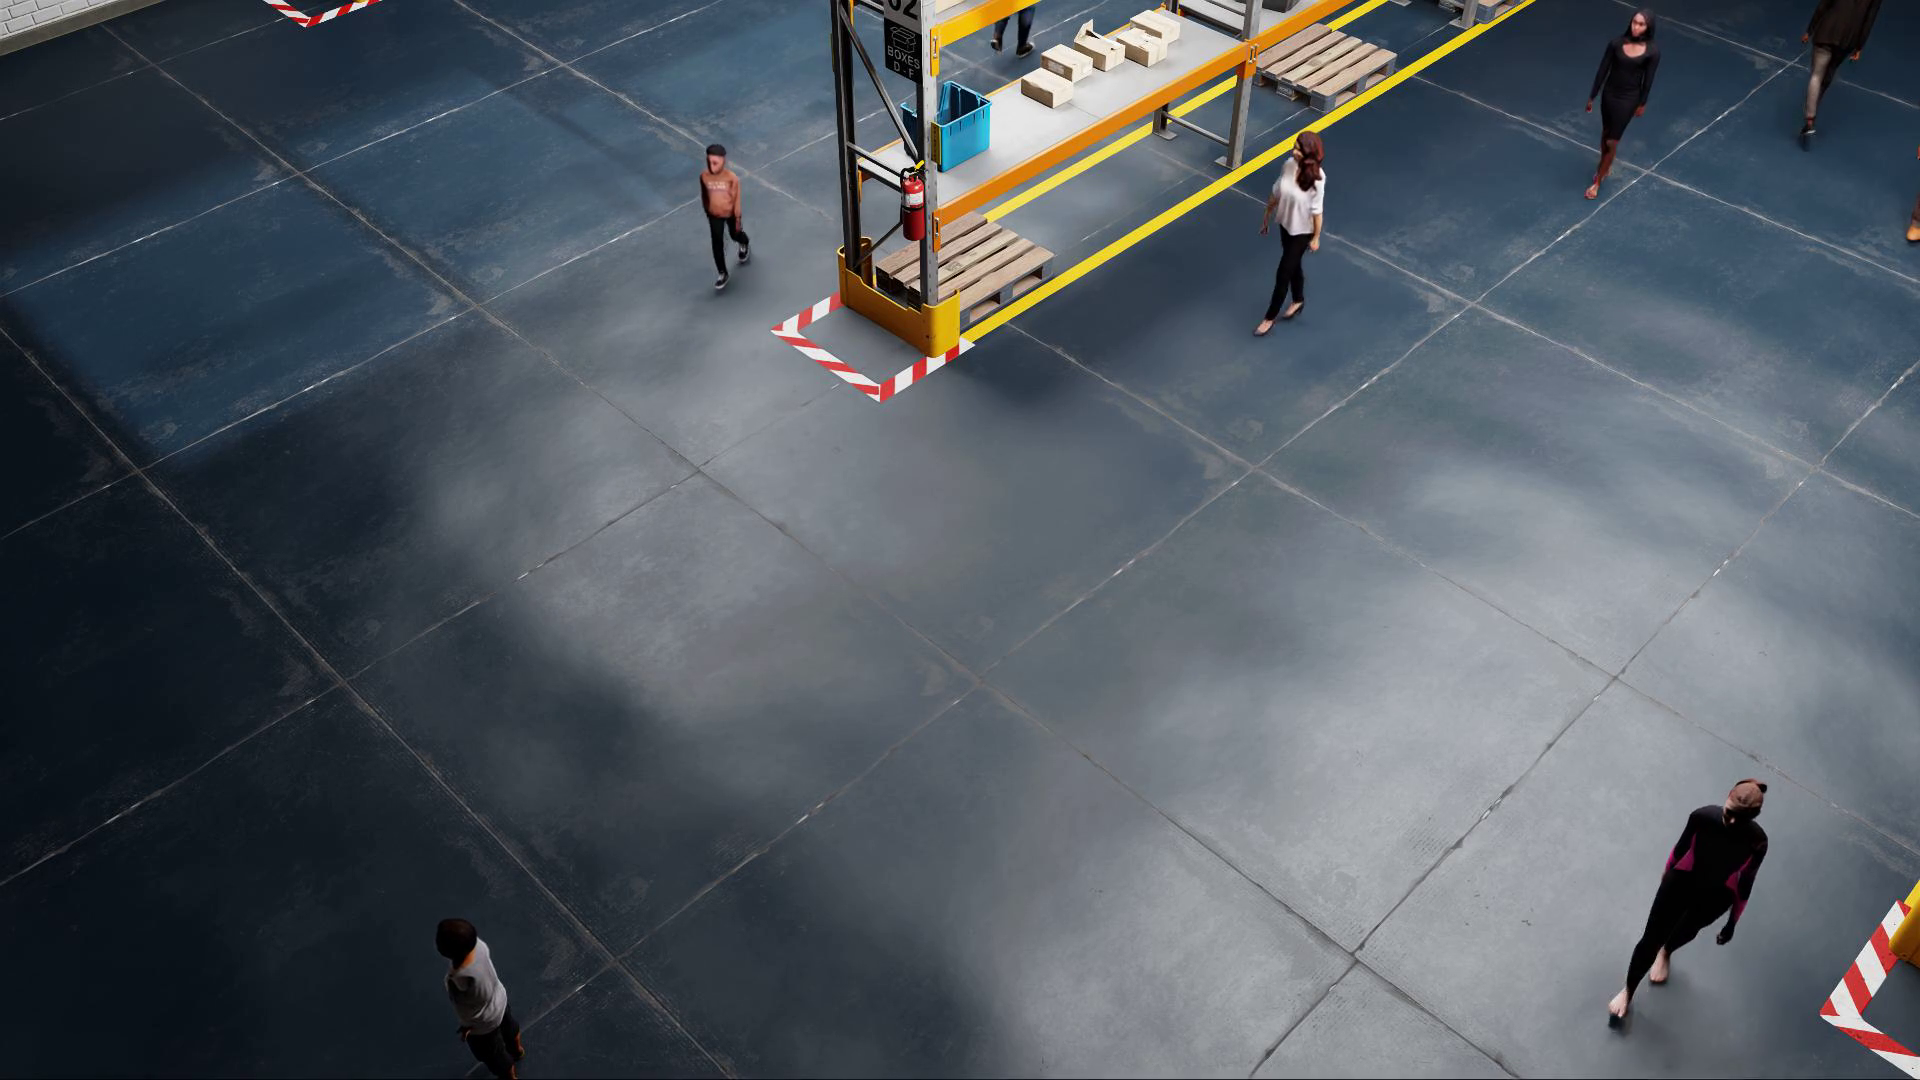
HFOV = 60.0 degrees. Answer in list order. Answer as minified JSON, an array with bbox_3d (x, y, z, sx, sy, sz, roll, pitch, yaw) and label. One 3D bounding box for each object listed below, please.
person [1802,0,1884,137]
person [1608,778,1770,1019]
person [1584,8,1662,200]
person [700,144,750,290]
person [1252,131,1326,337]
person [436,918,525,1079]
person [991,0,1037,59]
[{"bbox_3d":[8.223,-4.638,15.608,1.012,1.763,1.290,14,45,14],"label":"person"},{"bbox_3d":[3.965,1.811,8.862,0.708,1.730,0.900,21,47,20],"label":"person"},{"bbox_3d":[5.964,-3.983,14.968,0.683,1.697,0.885,29,51,27],"label":"person"},{"bbox_3d":[-1.967,-2.789,14.048,0.809,1.238,0.940,7,44,8],"label":"person"},{"bbox_3d":[2.769,-2.496,13.353,0.923,1.772,0.755,-23,48,-22],"label":"person"},{"bbox_3d":[-2.458,2.342,8.504,0.699,1.456,0.634,1,44,1],"label":"person"},{"bbox_3d":[0.538,-5.699,16.639,0.801,1.877,0.894,23,48,23],"label":"person"}]
